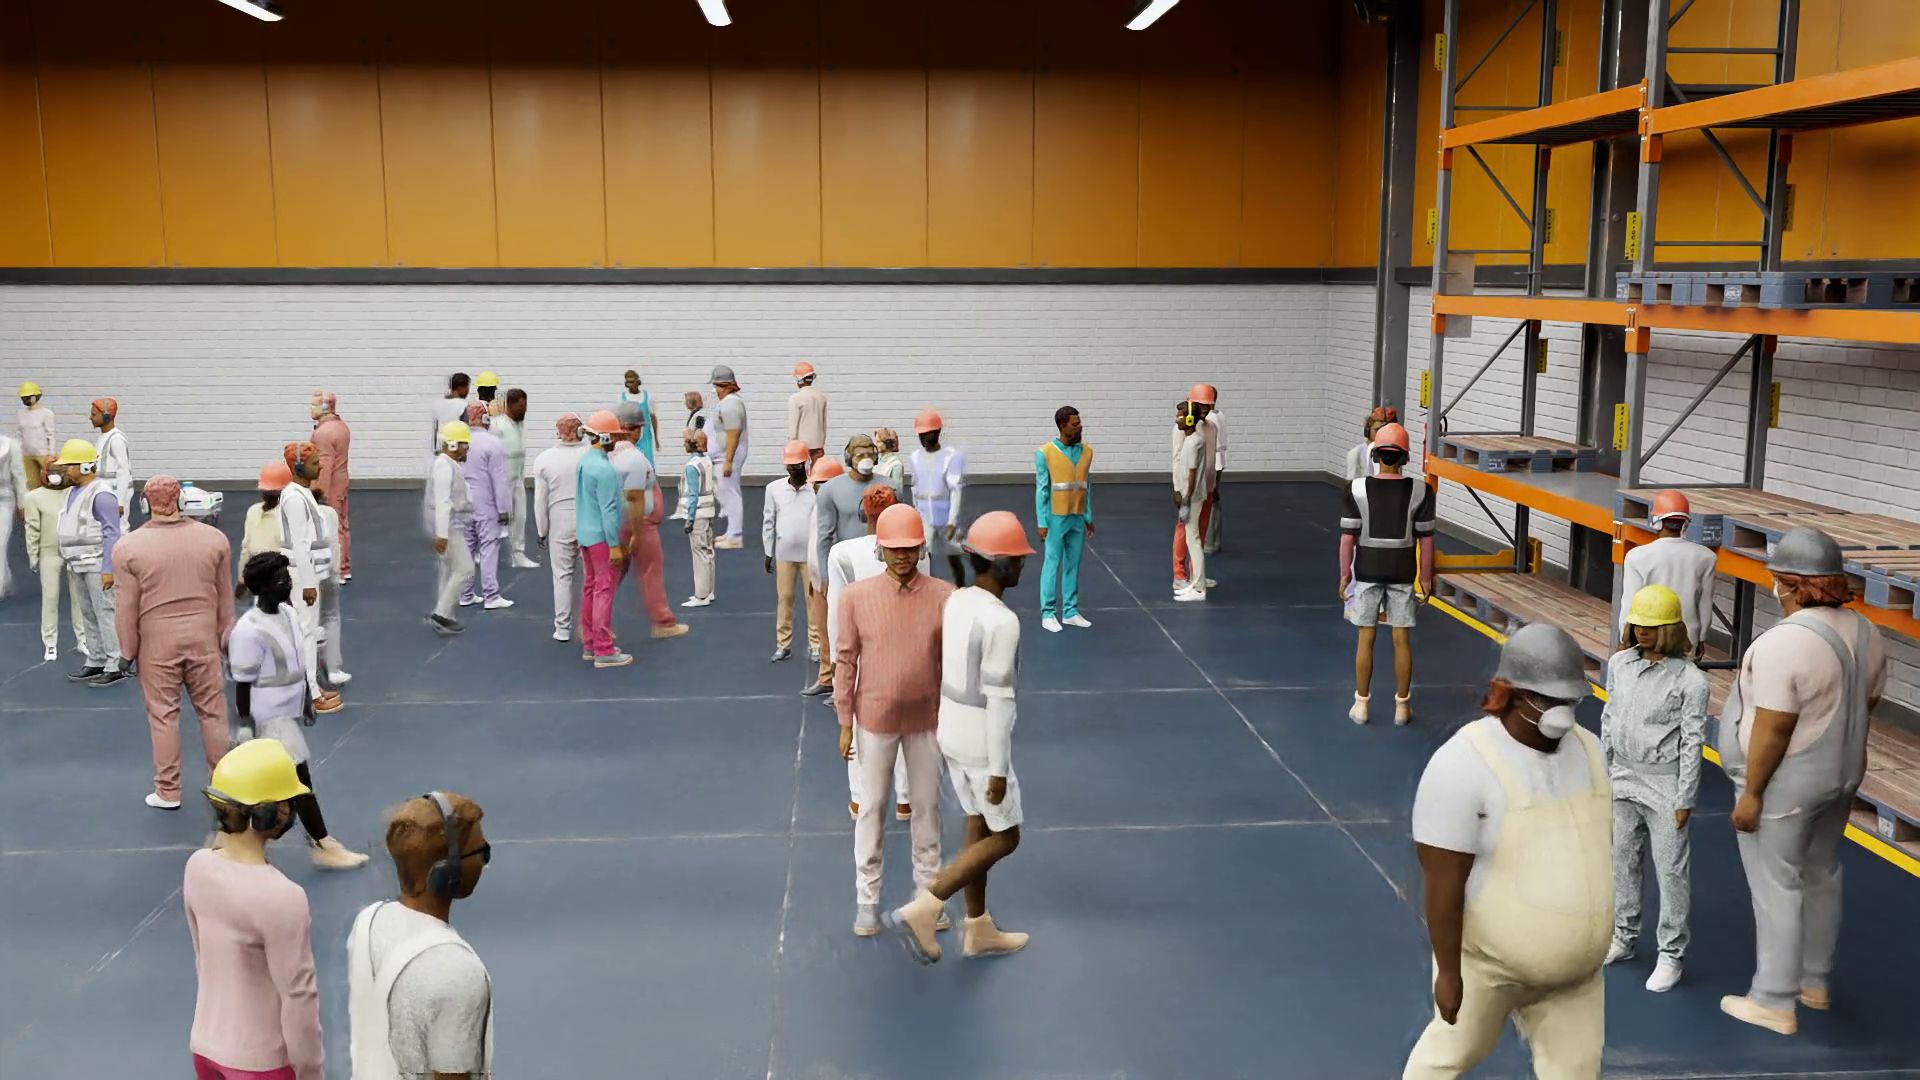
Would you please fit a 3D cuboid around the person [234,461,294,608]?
[{"bbox_3d":[-4.906,0.291,11.855,0.586,1.713,0.593,5,10,30],"label":"person"}]

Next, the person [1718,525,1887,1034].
[{"bbox_3d":[3.354,0.940,6.753,0.687,2.000,0.536,-5,10,-30],"label":"person"}]

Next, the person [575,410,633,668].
[{"bbox_3d":[-2.774,-0.013,12.921,0.406,1.986,0.618,-5,10,-30],"label":"person"}]

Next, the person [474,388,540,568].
[{"bbox_3d":[-4.746,-0.632,17.133,0.702,1.890,0.605,2,9,15],"label":"person"}]

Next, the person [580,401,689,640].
[{"bbox_3d":[-2.730,-0.169,13.722,0.884,2.000,0.683,-9,12,-43],"label":"person"}]

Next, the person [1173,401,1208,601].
[{"bbox_3d":[2.149,-0.363,15.485,0.307,1.870,0.547,2,9,9],"label":"person"}]

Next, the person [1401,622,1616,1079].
[{"bbox_3d":[1.715,1.186,5.212,0.693,2.000,1.002,-3,10,-19],"label":"person"}]

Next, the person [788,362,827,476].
[{"bbox_3d":[-1.853,-1.152,20.087,0.402,1.987,0.608,7,11,37],"label":"person"}]

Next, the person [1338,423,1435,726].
[{"bbox_3d":[2.863,0.231,11.200,0.616,2.041,0.378,2,9,11],"label":"person"}]

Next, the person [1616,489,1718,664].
[{"bbox_3d":[4.217,0.569,9.985,0.564,1.751,0.330,-1,9,-4],"label":"person"}]

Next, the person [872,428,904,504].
[{"bbox_3d":[-0.665,-0.209,15.229,0.308,1.640,0.510,-5,10,-27],"label":"person"}]

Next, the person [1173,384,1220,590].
[{"bbox_3d":[2.283,-0.508,16.000,0.622,1.990,0.388,-9,12,-43],"label":"person"}]

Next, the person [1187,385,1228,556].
[{"bbox_3d":[2.698,-0.752,17.991,0.374,1.843,0.575,5,10,29],"label":"person"}]

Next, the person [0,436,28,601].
[{"bbox_3d":[-8.855,-0.309,15.107,0.631,1.881,1.024,-2,9,-11],"label":"person"}]

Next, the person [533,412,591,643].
[{"bbox_3d":[-3.180,-0.104,13.739,0.639,1.907,0.407,-2,9,-15],"label":"person"}]

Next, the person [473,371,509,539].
[{"bbox_3d":[-5.372,-0.971,19.104,0.370,1.929,0.585,-2,9,-11],"label":"person"}]

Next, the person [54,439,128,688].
[{"bbox_3d":[-6.412,0.168,12.255,0.600,1.829,0.404,7,12,39],"label":"person"}]

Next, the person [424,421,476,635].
[{"bbox_3d":[-4.253,-0.088,13.968,0.462,1.799,0.622,-3,9,-17],"label":"person"}]

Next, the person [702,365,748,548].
[{"bbox_3d":[-2.625,-0.931,18.501,0.536,2.000,0.688,-1,9,-6],"label":"person"}]

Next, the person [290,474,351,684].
[{"bbox_3d":[-4.778,0.288,12.192,0.518,1.606,0.438,0,9,0],"label":"person"}]

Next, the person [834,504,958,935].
[{"bbox_3d":[-0.271,0.820,7.655,0.611,1.995,0.380,-2,9,-11],"label":"person"}]

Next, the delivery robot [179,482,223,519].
[{"bbox_3d":[-9.205,-0.454,19.864,0.707,0.478,0.477,0,9,-2],"label":"delivery robot"}]

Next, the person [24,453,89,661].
[{"bbox_3d":[-7.074,0.128,13.128,0.507,1.631,0.279,-8,12,-40],"label":"person"}]

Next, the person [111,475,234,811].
[{"bbox_3d":[-4.469,0.580,9.468,0.643,1.899,0.399,-8,12,-42],"label":"person"}]

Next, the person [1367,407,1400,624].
[{"bbox_3d":[3.658,-0.214,14.499,0.356,1.883,0.572,0,9,1],"label":"person"}]

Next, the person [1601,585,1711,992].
[{"bbox_3d":[2.921,1.041,7.085,0.334,1.739,0.486,-5,10,-29],"label":"person"}]

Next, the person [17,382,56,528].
[{"bbox_3d":[-11.048,-1.013,19.906,0.527,1.762,0.334,2,9,14],"label":"person"}]

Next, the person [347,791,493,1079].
[{"bbox_3d":[-1.281,1.488,4.094,0.538,1.798,0.964,7,11,37],"label":"person"}]

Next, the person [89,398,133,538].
[{"bbox_3d":[-7.946,-0.389,15.593,0.346,1.882,0.584,-7,12,-39],"label":"person"}]

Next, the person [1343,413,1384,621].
[{"bbox_3d":[3.583,-0.202,14.545,0.515,1.842,0.327,-6,11,-34],"label":"person"}]

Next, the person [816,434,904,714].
[{"bbox_3d":[-0.680,0.231,11.521,0.637,1.939,0.357,-3,10,-20],"label":"person"}]

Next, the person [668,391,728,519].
[{"bbox_3d":[-3.240,-1.053,20.655,0.772,1.600,0.531,-5,10,-26],"label":"person"}]

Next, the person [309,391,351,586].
[{"bbox_3d":[-6.169,-0.502,16.233,0.409,1.908,0.642,-1,9,-6],"label":"person"}]

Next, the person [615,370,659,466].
[{"bbox_3d":[-4.186,-1.305,21.547,0.546,1.814,0.514,-2,9,-11],"label":"person"}]

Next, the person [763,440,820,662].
[{"bbox_3d":[-1.260,0.090,12.988,0.574,1.749,0.337,1,9,4],"label":"person"}]

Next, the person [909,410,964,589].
[{"bbox_3d":[-0.199,-0.193,14.413,0.554,1.887,1.034,4,10,23],"label":"person"}]

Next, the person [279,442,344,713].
[{"bbox_3d":[-4.526,0.257,11.542,0.356,1.883,0.573,-4,10,-22],"label":"person"}]

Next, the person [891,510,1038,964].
[{"bbox_3d":[0.031,0.879,7.223,0.641,2.022,0.630,-4,10,-25],"label":"person"}]

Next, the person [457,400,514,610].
[{"bbox_3d":[-4.349,-0.319,15.124,0.647,1.900,0.395,5,10,27],"label":"person"}]

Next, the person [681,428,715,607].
[{"bbox_3d":[-2.392,-0.207,15.210,0.308,1.641,0.515,1,9,6],"label":"person"}]

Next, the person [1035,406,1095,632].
[{"bbox_3d":[0.892,-0.189,14.218,0.596,1.921,0.380,-7,11,-36],"label":"person"}]

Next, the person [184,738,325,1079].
[{"bbox_3d":[-1.944,1.418,4.649,0.518,1.757,0.338,6,11,34],"label":"person"}]

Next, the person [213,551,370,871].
[{"bbox_3d":[-3.483,0.866,8.449,0.857,1.652,0.540,0,9,1],"label":"person"}]

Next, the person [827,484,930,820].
[{"bbox_3d":[-0.438,0.625,9.225,0.584,1.882,0.346,0,9,2],"label":"person"}]

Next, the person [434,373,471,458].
[{"bbox_3d":[-5.934,-1.026,19.601,0.637,1.880,0.454,6,11,35],"label":"person"}]

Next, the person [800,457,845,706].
[{"bbox_3d":[-0.925,0.285,11.760,0.327,1.753,0.562,-6,11,-33],"label":"person"}]
